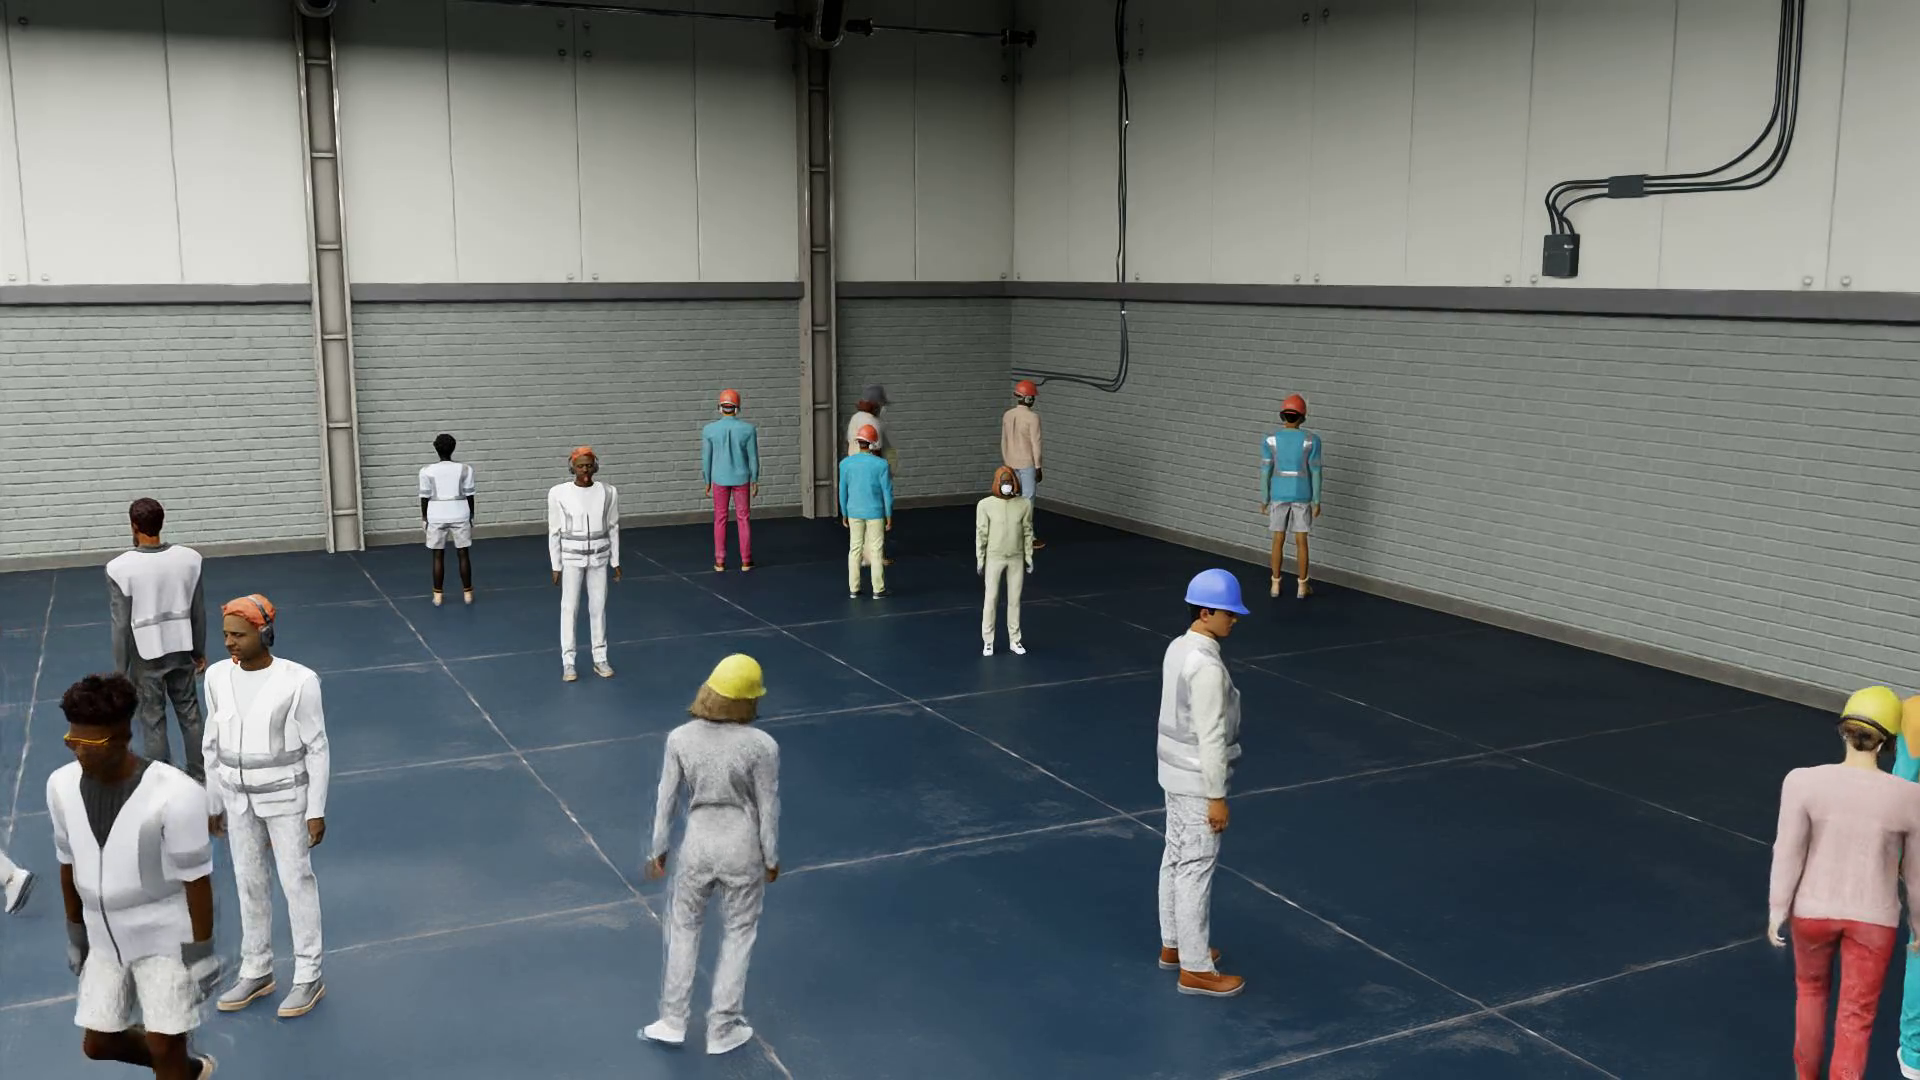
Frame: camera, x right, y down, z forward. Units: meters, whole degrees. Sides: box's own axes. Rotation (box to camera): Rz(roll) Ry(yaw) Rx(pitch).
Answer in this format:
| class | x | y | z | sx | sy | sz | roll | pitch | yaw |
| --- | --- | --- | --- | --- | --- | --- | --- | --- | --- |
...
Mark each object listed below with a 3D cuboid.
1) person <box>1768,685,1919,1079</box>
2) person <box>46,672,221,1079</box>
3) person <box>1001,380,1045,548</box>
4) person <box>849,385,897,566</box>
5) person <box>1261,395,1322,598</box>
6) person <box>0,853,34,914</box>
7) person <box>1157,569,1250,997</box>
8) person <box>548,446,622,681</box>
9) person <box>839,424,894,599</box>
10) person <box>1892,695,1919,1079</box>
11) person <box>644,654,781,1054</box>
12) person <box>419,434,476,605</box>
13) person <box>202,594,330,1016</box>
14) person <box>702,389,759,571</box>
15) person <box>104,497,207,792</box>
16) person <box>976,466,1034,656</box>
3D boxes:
| class | x | y | z | sx | sy | sz | roll | pitch | yaw |
| --- | --- | --- | --- | --- | --- | --- | --- | --- | --- |
| person | 3.384 | 1.397 | 6.330 | 0.539 | 1.735 | 0.775 | 5 | 11 | 30 |
| person | -2.858 | 1.374 | 5.867 | 0.626 | 1.941 | 0.623 | 2 | 9 | 11 |
| person | 0.762 | -0.894 | 19.680 | 0.395 | 1.992 | 0.622 | -8 | 12 | -40 |
| person | -0.958 | -0.739 | 18.581 | 0.533 | 2.000 | 0.709 | -4 | 10 | -24 |
| person | 3.326 | -0.435 | 16.696 | 0.605 | 2.045 | 0.378 | 3 | 10 | 20 |
| person | -5.081 | 1.122 | 8.422 | 0.683 | 1.621 | 0.524 | 0 | 9 | -1 |
| person | 1.101 | 1.091 | 7.611 | 0.402 | 1.941 | 0.602 | -1 | 9 | -6 |
| person | -3.014 | 0.184 | 13.382 | 0.573 | 1.883 | 0.357 | -5 | 10 | -26 |
| person | -0.926 | -0.285 | 16.667 | 0.572 | 1.750 | 0.330 | 3 | 10 | 17 |
| person | 4.030 | 1.260 | 6.635 | 0.594 | 1.920 | 0.385 | 7 | 12 | 37 |
| person | -1.046 | 1.317 | 6.967 | 0.630 | 1.707 | 0.327 | 2 | 9 | 9 |
| person | -5.021 | -0.199 | 16.339 | 0.537 | 1.691 | 0.318 | -3 | 10 | -20 |
| person | -3.061 | 1.164 | 7.335 | 0.585 | 1.882 | 0.337 | 2 | 9 | 13 |
| person | -2.499 | -0.651 | 18.179 | 0.617 | 1.994 | 0.381 | -1 | 9 | -4 |
| person | -4.852 | 0.698 | 10.103 | 0.386 | 1.918 | 0.590 | 7 | 11 | 35 |
| person | 0.386 | 0.176 | 14.195 | 0.509 | 1.632 | 0.267 | -2 | 9 | -13 |
